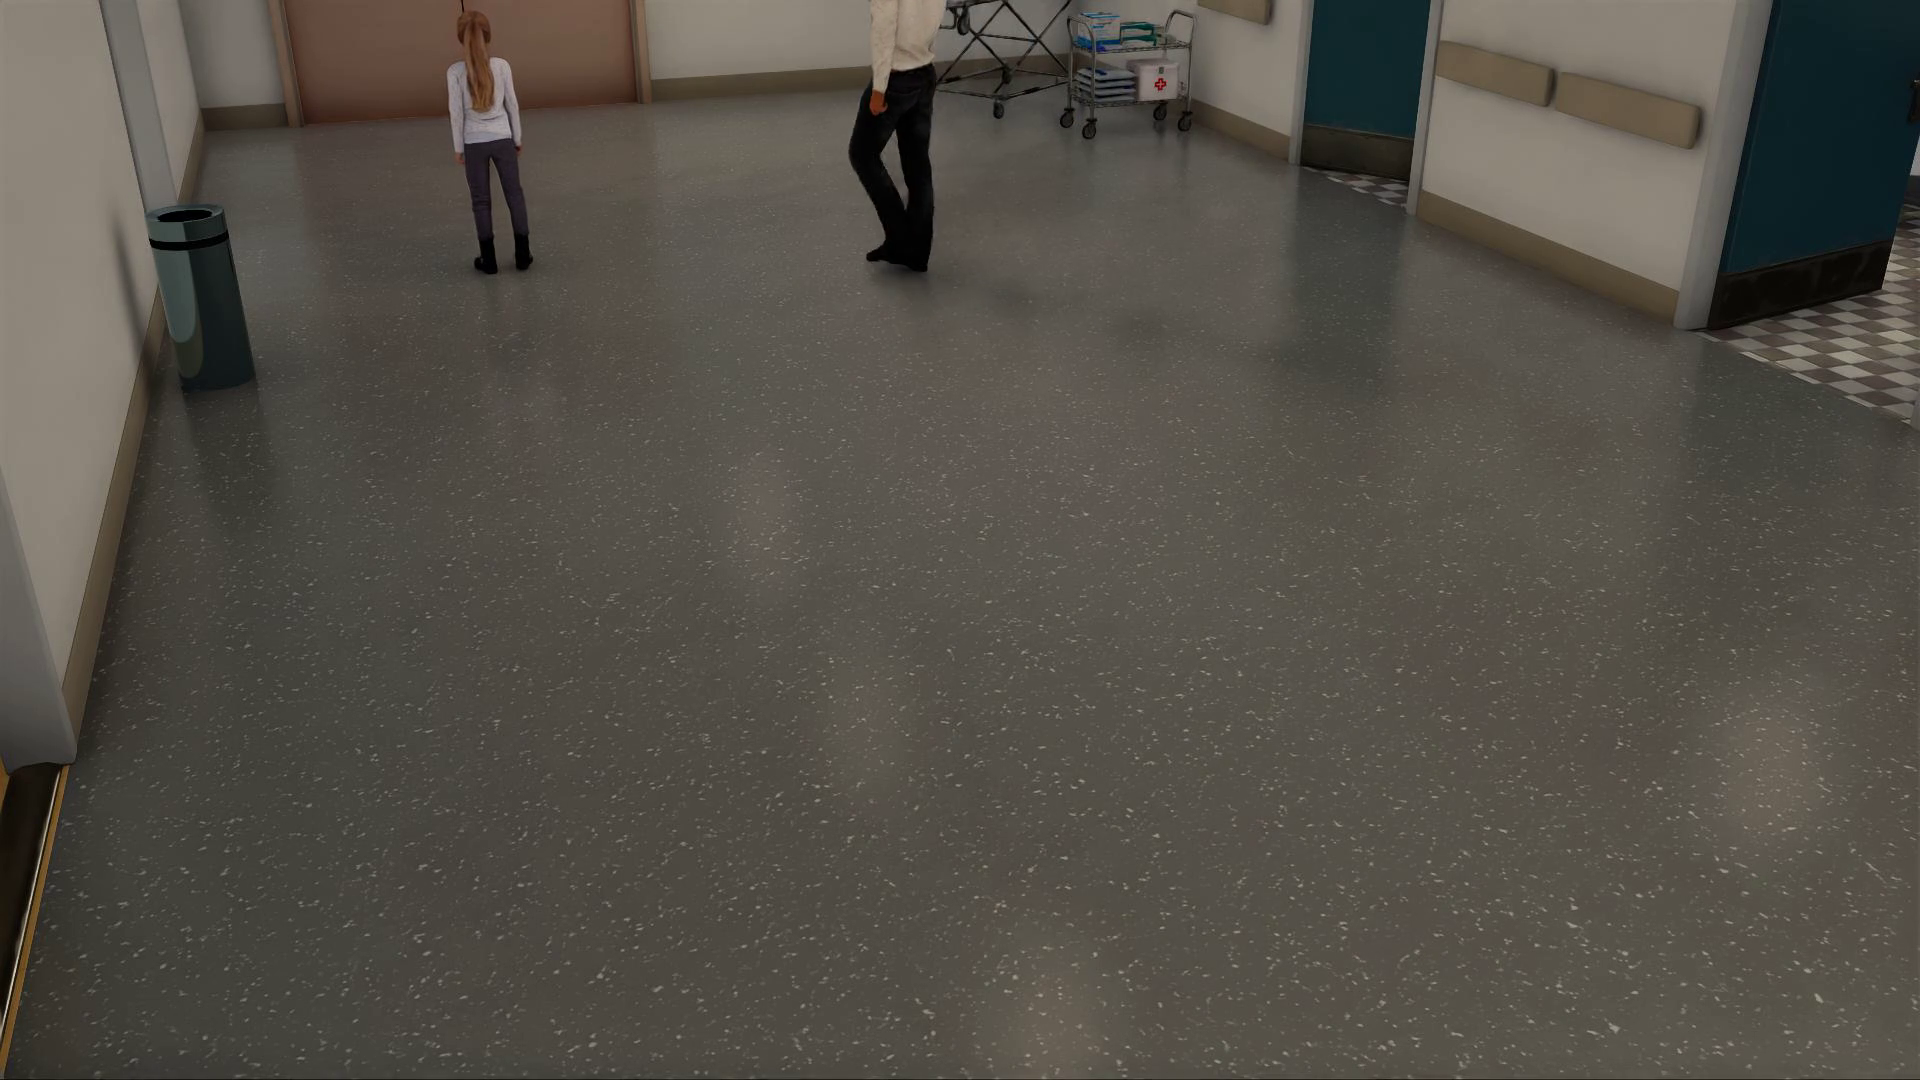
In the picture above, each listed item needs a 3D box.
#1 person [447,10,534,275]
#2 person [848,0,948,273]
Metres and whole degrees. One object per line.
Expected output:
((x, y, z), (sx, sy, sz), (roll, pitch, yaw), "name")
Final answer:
((-2.344, -1.974, 8.271), (0.498, 1.279, 0.503), (-11, 28, -21), "person")
((-0.209, -2.192, 8.115), (0.813, 1.806, 0.788), (17, 31, 32), "person")
